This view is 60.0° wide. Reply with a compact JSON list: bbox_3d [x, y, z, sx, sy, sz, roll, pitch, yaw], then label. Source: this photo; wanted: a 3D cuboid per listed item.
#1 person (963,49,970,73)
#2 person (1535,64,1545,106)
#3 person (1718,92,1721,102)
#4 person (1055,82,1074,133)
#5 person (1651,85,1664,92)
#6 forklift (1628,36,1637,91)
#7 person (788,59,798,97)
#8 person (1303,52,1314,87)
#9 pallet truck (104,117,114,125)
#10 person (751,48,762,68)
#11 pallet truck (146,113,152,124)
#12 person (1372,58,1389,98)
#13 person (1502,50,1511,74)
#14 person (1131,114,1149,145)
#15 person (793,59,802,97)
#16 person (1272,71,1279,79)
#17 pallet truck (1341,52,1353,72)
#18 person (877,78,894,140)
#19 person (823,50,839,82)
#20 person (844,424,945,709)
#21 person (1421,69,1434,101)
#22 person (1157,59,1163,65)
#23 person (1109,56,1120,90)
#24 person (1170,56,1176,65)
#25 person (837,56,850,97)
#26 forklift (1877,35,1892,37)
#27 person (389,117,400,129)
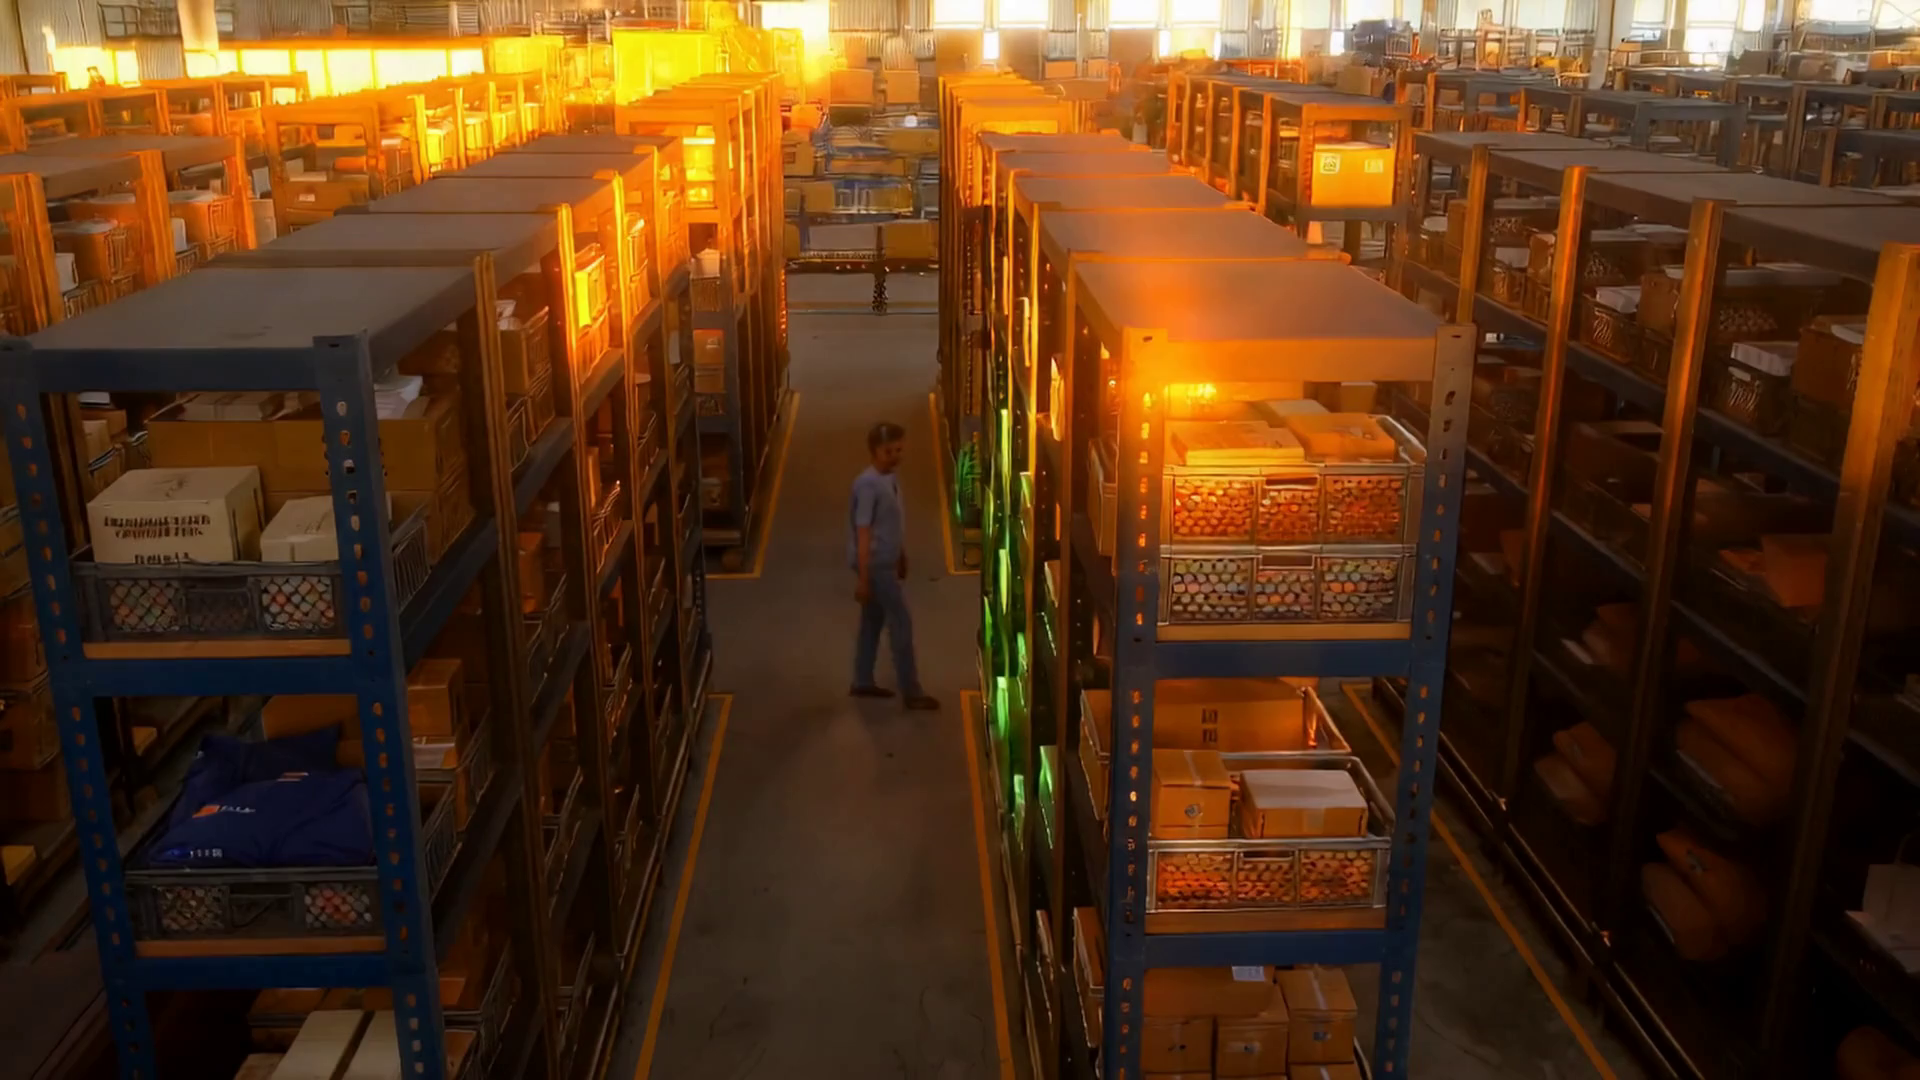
[{"bbox_3d":[0.434,-26.431,92.718,0.782,1.841,0.549,6,19,17],"label":"person"},{"bbox_3d":[24.097,-18.863,69.277,0.511,1.860,0.325,-9,20,-26],"label":"person"},{"bbox_3d":[26.716,-15.181,57.857,0.654,1.899,0.745,15,23,39],"label":"person"},{"bbox_3d":[3.451,-14.379,55.546,0.962,1.761,0.608,-13,22,-36],"label":"person"},{"bbox_3d":[25.567,-16.132,61.219,0.760,1.605,0.502,-9,20,-27],"label":"person"},{"bbox_3d":[30.616,-21.919,77.092,1.129,2.768,1.873,-1,18,-2],"label":"forklift"},{"bbox_3d":[-7.883,-21.880,78.649,0.537,1.830,0.431,-12,22,-34],"label":"person"},{"bbox_3d":[17.699,-23.823,84.553,0.585,1.900,0.885,15,23,39],"label":"person"},{"bbox_3d":[-18.367,-7.885,35.078,1.885,1.965,0.823,1,18,2],"label":"pallet truck"},{"bbox_3d":[-11.230,-26.165,91.781,0.588,1.913,0.391,-7,19,-21],"label":"person"},{"bbox_3d":[-18.087,-8.309,36.390,1.885,1.965,0.823,-1,18,-4],"label":"pallet truck"},{"bbox_3d":[18.212,-19.886,72.145,0.695,2.000,0.677,9,20,27],"label":"person"},{"bbox_3d":[28.341,-24.475,86.510,0.372,1.940,0.631,-6,19,-18],"label":"person"},{"bbox_3d":[4.563,-10.042,42.410,0.512,1.586,0.865,10,20,27],"label":"person"},{"bbox_3d":[-7.513,-21.316,76.740,0.373,1.932,0.549,7,19,21],"label":"person"},{"bbox_3d":[11.625,-16.552,62.088,0.959,1.888,0.545,3,18,9],"label":"person"},{"bbox_3d":[18.794,-23.123,82.231,0.823,1.965,1.885,-13,22,-35],"label":"pallet truck"},{"bbox_3d":[-2.345,-13.877,53.654,0.810,1.964,0.664,5,19,16],"label":"person"},{"bbox_3d":[-7.293,-26.601,93.330,0.980,1.800,0.637,2,18,8],"label":"person"},{"bbox_3d":[-0.373,0.174,10.421,0.757,1.819,0.607,4,18,11],"label":"person"},{"bbox_3d":[17.712,-16.834,62.907,1.008,1.912,0.606,0,18,-1],"label":"person"},{"bbox_3d":[9.240,-21.063,76.109,0.636,1.839,0.662,-8,20,-24],"label":"person"},{"bbox_3d":[7.310,-21.908,78.675,0.573,1.877,0.353,-5,19,-15],"label":"person"},{"bbox_3d":[9.970,-21.376,76.927,0.569,1.928,0.651,-13,22,-35],"label":"person"},{"bbox_3d":[-5.546,-22.050,79.131,0.612,1.872,1.014,-4,18,-13],"label":"person"},{"bbox_3d":[44.168,-22.911,80.163,1.129,2.768,1.873,-1,18,-2],"label":"forklift"},{"bbox_3d":[-18.051,-13.541,52.988,0.493,1.743,0.295,7,19,20],"label":"person"}]
